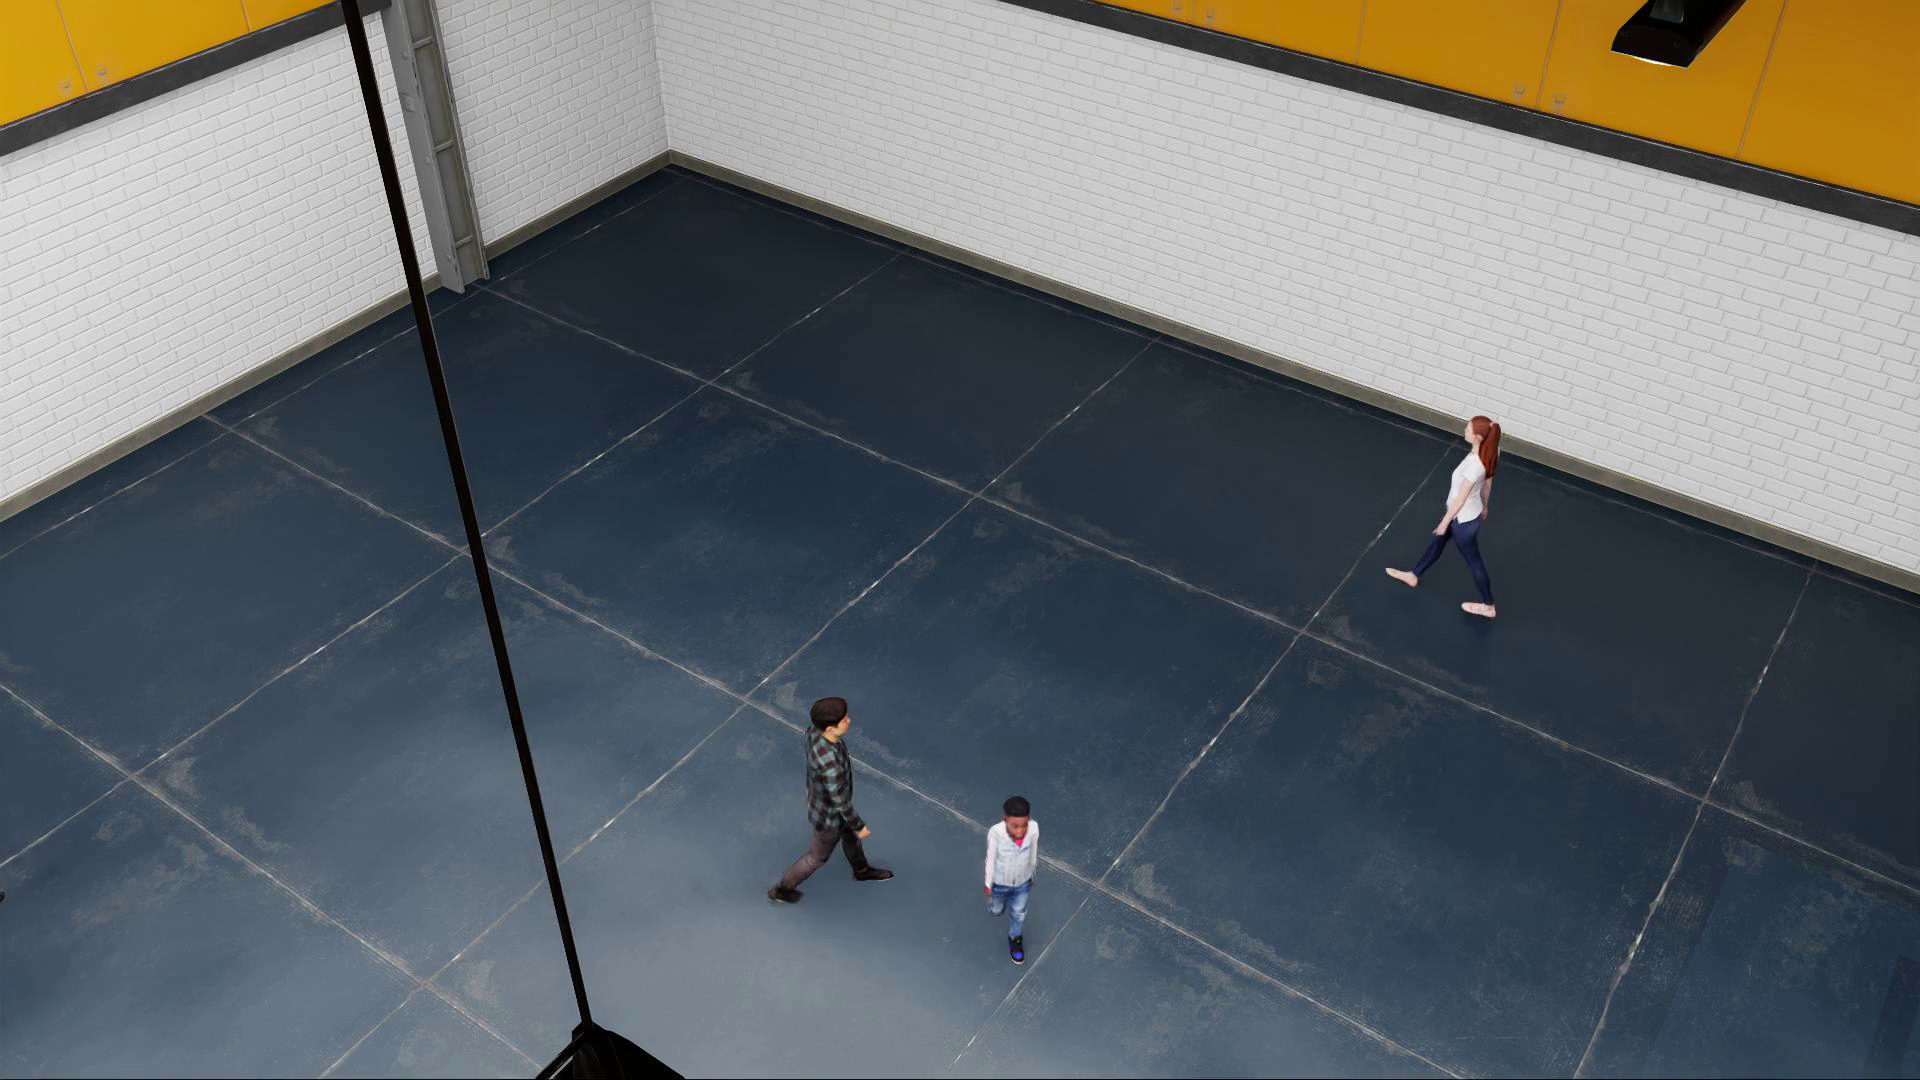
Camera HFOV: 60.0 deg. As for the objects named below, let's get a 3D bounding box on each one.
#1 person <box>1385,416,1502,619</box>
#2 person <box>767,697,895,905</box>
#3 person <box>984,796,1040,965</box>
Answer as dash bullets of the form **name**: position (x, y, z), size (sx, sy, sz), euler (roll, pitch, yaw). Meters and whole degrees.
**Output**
- **person**: position (3.826, -0.121, 12.308), size (0.681, 1.690, 1.069), euler (22, 43, 25)
- **person**: position (-0.889, 1.634, 10.222), size (1.109, 1.698, 1.103), euler (-4, 39, -5)
- **person**: position (0.297, 1.970, 10.042), size (0.716, 1.250, 0.799), euler (-3, 39, -4)
